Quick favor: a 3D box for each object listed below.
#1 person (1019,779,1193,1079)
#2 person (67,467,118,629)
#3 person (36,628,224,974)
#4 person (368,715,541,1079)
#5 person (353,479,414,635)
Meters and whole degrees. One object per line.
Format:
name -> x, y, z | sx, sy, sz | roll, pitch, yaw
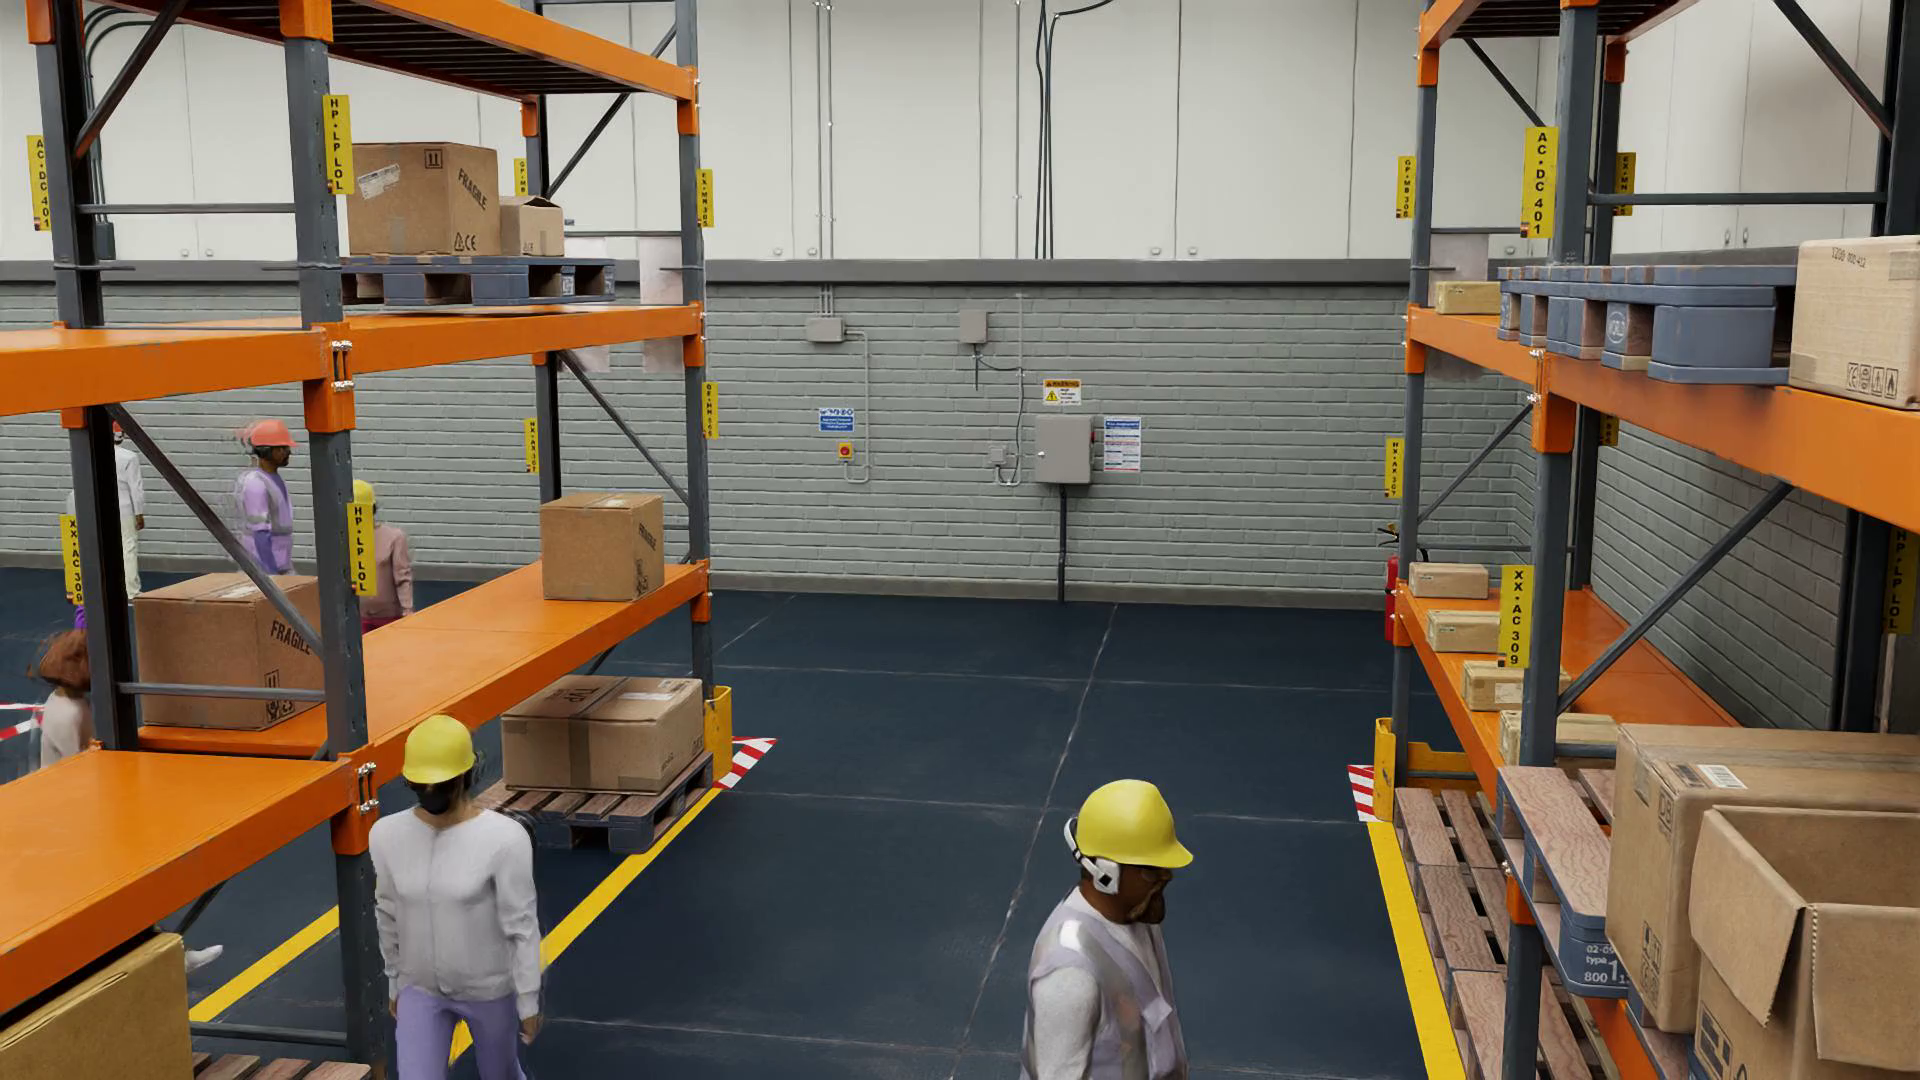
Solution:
person -> 0.357, 1.470, 4.121 | 0.410, 1.822, 0.594 | 3, 10, 20
person -> -6.417, 0.171, 12.384 | 0.385, 1.739, 0.580 | -9, 13, -44
person -> -3.506, 1.149, 6.796 | 0.850, 1.588, 0.497 | -4, 10, -23
person -> -1.530, 1.347, 5.167 | 0.533, 1.729, 0.878 | 1, 9, 3
person -> -3.726, 0.470, 10.507 | 0.527, 1.736, 0.766 | -4, 10, -21
